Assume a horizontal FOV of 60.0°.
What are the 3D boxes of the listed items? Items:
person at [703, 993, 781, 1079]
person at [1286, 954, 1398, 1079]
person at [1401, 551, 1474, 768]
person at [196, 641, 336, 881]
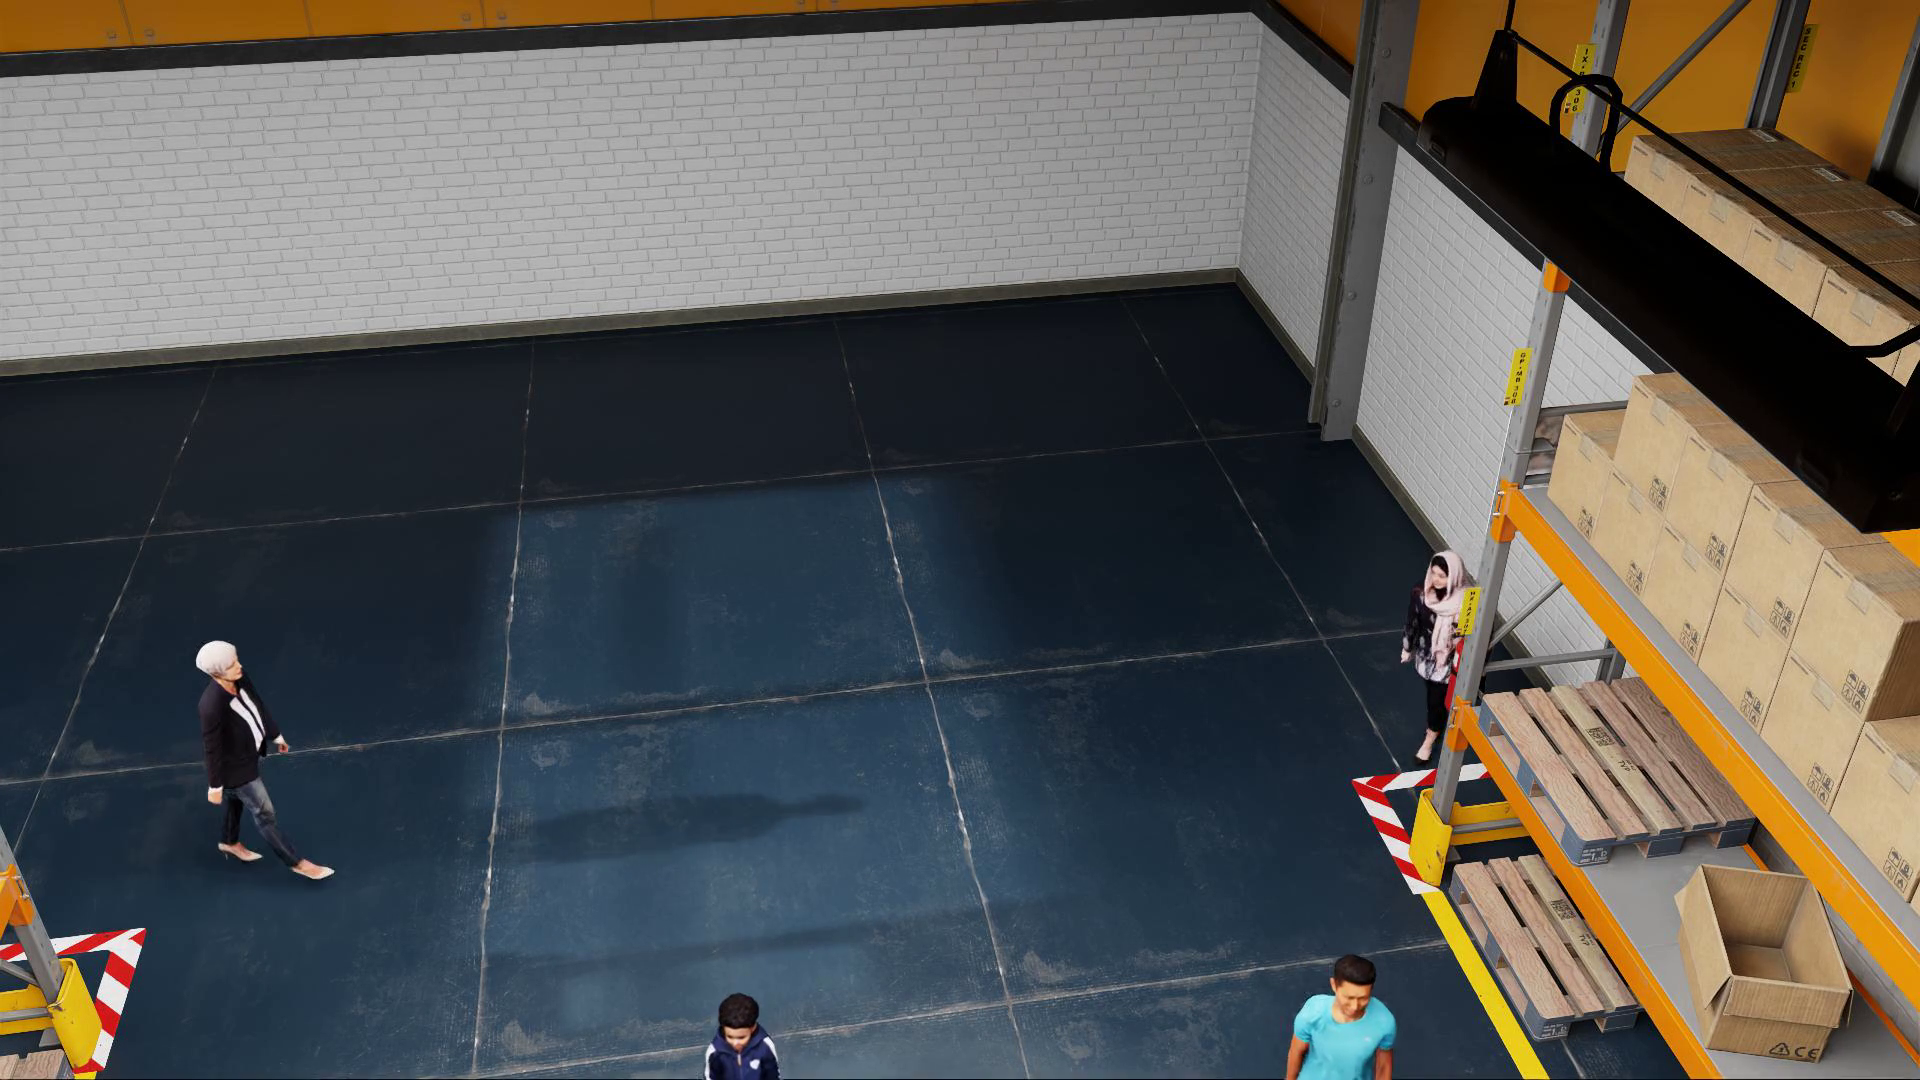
[{"bbox_3d":[-1.074,2.706,8.398,0.642,1.203,0.883,2,34,3],"label":"person"},{"bbox_3d":[1.799,2.595,8.092,0.761,1.726,1.190,0,34,0],"label":"person"},{"bbox_3d":[3.242,0.707,11.048,0.877,1.598,0.924,20,39,27],"label":"person"},{"bbox_3d":[-4.423,1.316,9.906,0.884,1.761,1.100,1,34,2],"label":"person"}]
